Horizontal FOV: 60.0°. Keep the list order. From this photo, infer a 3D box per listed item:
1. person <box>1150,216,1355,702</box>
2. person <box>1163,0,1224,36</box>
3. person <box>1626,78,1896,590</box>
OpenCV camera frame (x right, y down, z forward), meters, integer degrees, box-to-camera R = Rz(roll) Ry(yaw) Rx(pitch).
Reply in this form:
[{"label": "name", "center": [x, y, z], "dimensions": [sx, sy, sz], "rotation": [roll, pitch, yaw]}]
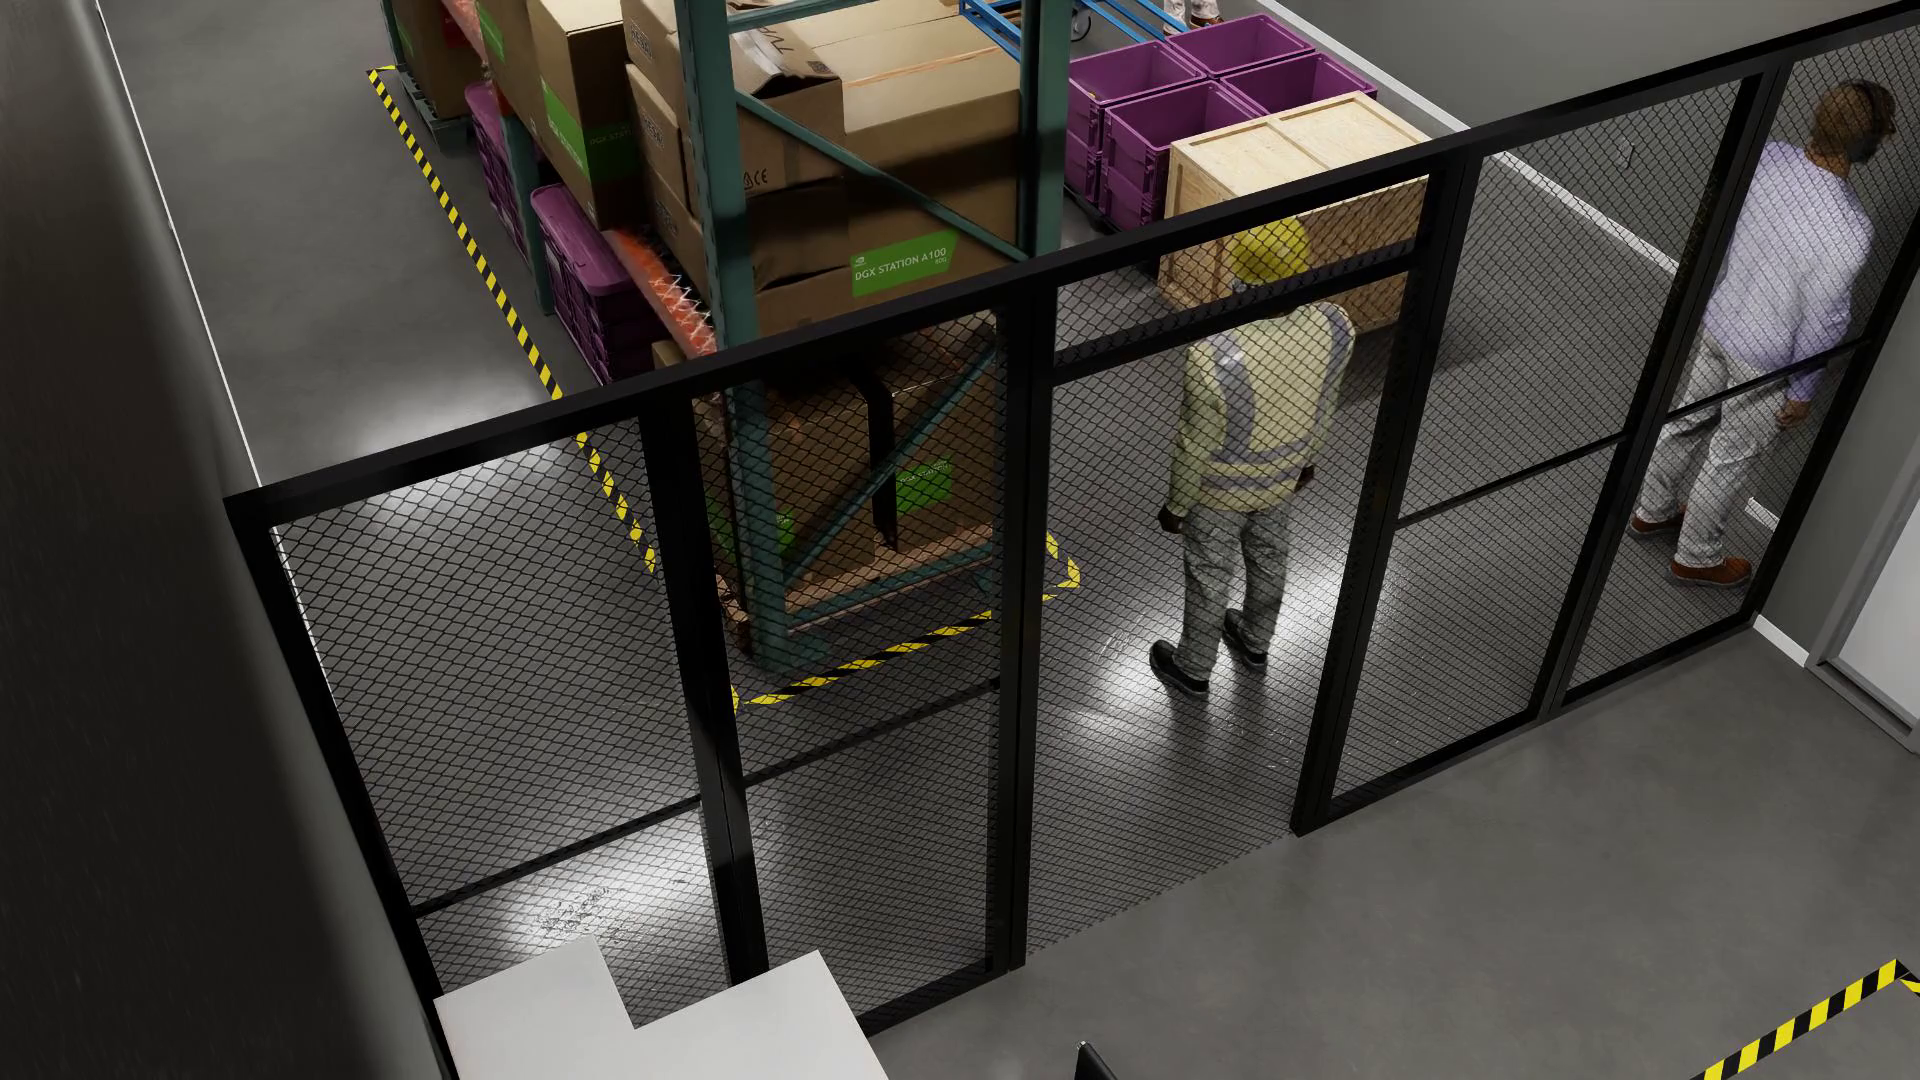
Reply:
[{"label": "person", "center": [0.890, -0.233, 5.277], "dimensions": [0.600, 1.831, 0.404], "rotation": [-20, 46, -21]}, {"label": "person", "center": [1.354, -3.577, 8.816], "dimensions": [0.611, 1.996, 0.378], "rotation": [-33, 52, -31]}, {"label": "person", "center": [2.729, -0.666, 5.675], "dimensions": [0.369, 1.938, 0.631], "rotation": [-8, 43, -9]}]
